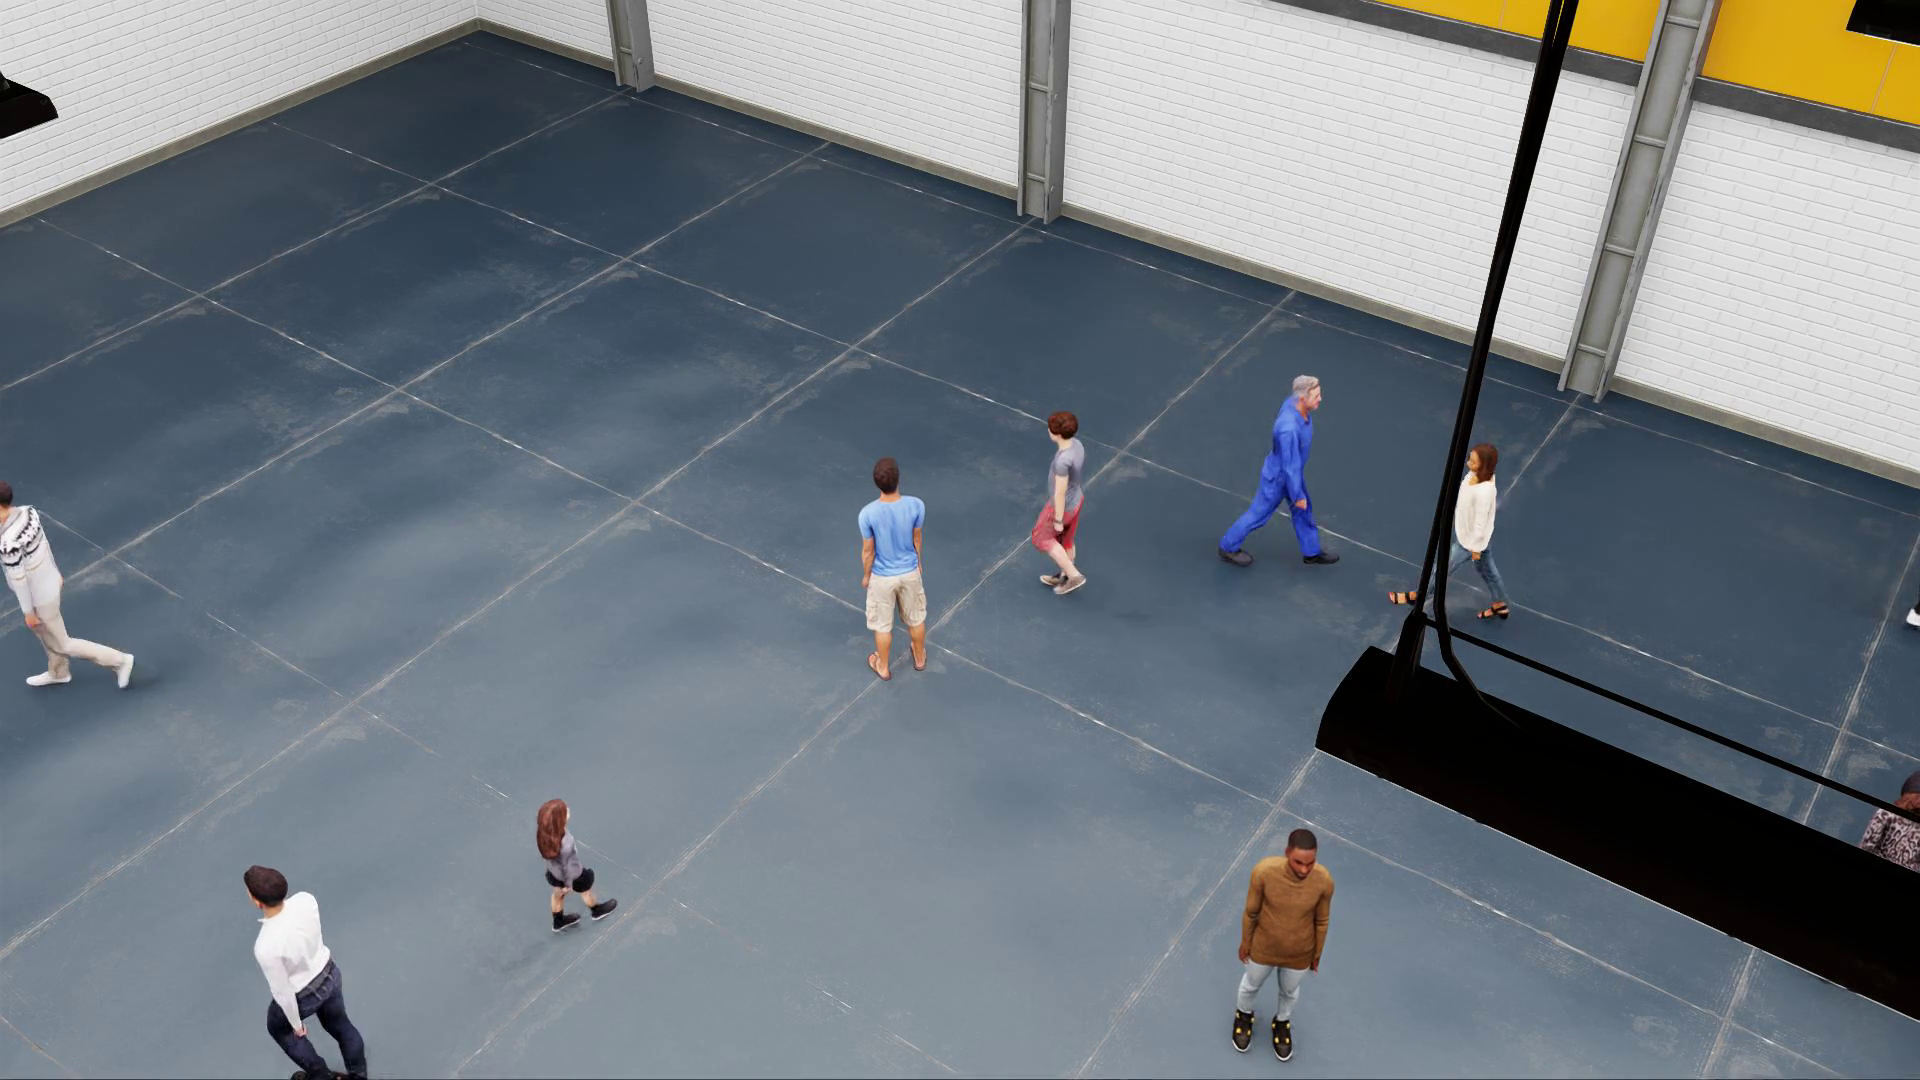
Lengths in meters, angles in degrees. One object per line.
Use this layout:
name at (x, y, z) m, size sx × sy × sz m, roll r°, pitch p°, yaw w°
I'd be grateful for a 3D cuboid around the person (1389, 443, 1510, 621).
person at (3.902, -0.017, 12.374) m, size 1.210 × 1.633 × 0.884 m, roll 11°, pitch 40°, yaw 13°

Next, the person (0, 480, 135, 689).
person at (-6.423, 0.350, 11.743) m, size 1.155 × 1.847 × 1.113 m, roll -7°, pitch 39°, yaw -9°

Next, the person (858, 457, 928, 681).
person at (-0.467, 0.220, 11.892) m, size 0.751 × 1.863 × 0.782 m, roll -12°, pitch 40°, yaw -14°

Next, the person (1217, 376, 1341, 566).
person at (2.394, -0.497, 12.859) m, size 1.262 × 1.778 × 0.936 m, roll 14°, pitch 41°, yaw 17°

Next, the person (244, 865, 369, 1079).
person at (-3.487, 2.475, 9.081) m, size 0.793 × 1.848 × 0.703 m, roll 15°, pitch 41°, yaw 18°

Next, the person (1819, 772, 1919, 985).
person at (5.421, 2.000, 9.782) m, size 0.588 × 1.714 × 0.703 m, roll 7°, pitch 39°, yaw 9°

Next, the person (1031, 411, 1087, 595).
person at (0.866, -0.237, 12.646) m, size 0.737 × 1.637 × 0.684 m, roll 14°, pitch 41°, yaw 17°

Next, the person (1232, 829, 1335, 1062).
person at (1.810, 2.262, 9.379) m, size 0.635 × 1.810 × 0.764 m, roll 6°, pitch 39°, yaw 7°

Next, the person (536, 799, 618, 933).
person at (-2.489, 2.027, 10.250) m, size 0.618 × 1.089 × 0.627 m, roll -28°, pitch 46°, yaw -30°
